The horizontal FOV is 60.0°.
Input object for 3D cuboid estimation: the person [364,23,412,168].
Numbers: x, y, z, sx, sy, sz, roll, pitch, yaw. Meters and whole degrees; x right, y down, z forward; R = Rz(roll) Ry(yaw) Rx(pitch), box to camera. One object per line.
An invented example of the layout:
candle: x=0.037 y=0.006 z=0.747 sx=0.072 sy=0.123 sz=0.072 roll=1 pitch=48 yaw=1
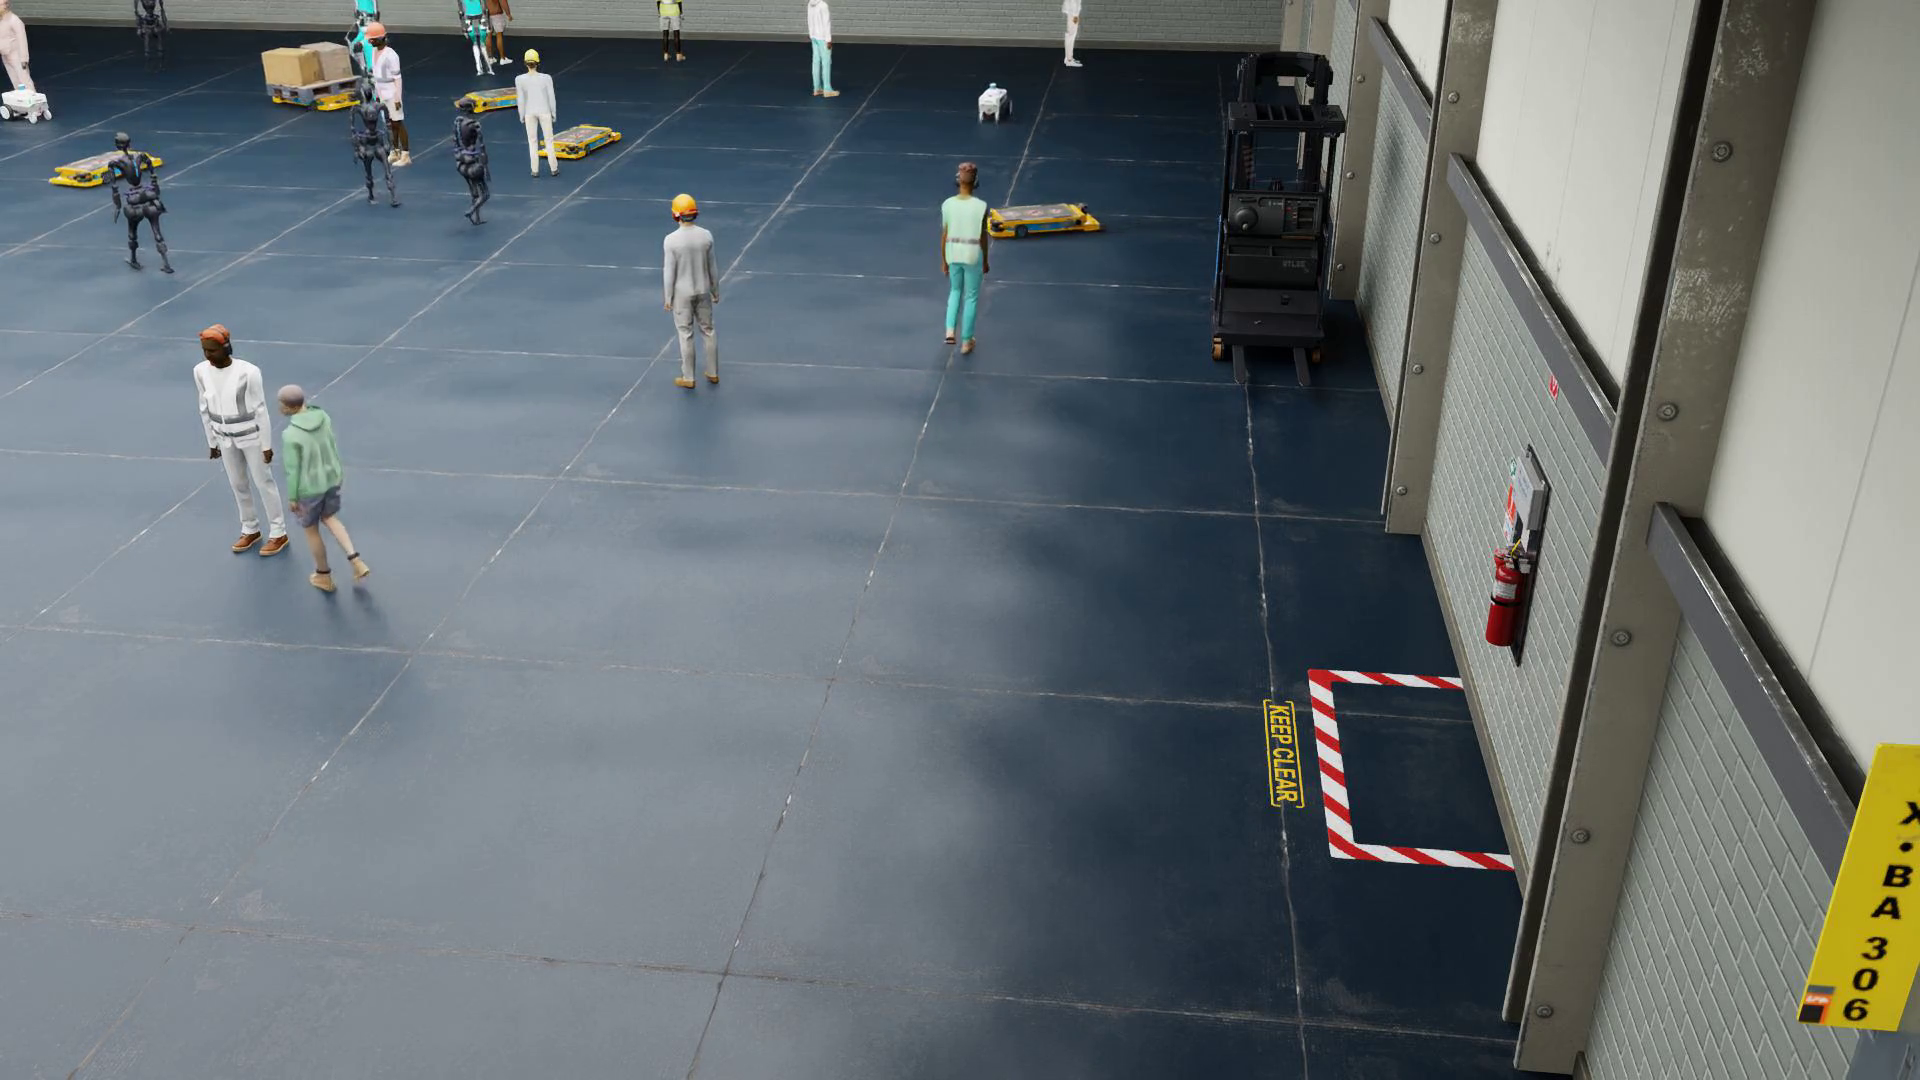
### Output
person: x=-8.253 y=-6.405 z=23.955 sx=0.604 sy=2.037 sz=0.390 roll=23 pitch=35 yaw=38

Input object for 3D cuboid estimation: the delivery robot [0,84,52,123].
delivery robot: x=-15.146 y=-7.059 z=26.932 sx=0.803 sy=0.614 sz=0.499 roll=13 pitch=29 yaw=24

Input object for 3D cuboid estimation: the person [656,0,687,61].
person: x=-5.439 y=-9.886 z=31.282 sx=0.542 sy=1.692 sz=0.318 roll=9 pitch=28 yaw=17

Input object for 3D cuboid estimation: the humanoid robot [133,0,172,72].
humanoid robot: x=-14.730 y=-9.364 z=30.264 sx=0.382 sy=1.649 sz=0.612 roll=21 pitch=33 yaw=35

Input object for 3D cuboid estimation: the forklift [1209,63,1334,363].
forklift: x=3.241 y=-3.477 z=17.183 sx=1.129 sy=2.768 sz=1.873 roll=3 pitch=27 yaw=6

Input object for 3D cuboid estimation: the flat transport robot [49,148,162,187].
flat transport robot: x=-12.191 y=-5.308 z=23.735 sx=0.659 sy=0.231 sz=1.431 roll=9 pitch=28 yaw=17

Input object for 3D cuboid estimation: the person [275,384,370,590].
person: x=-4.777 y=-0.382 z=12.282 sx=0.453 sy=1.705 sz=0.503 roll=14 pitch=30 yaw=25

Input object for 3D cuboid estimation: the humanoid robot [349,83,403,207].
humanoid robot: x=-7.752 y=-5.213 z=22.006 sx=0.586 sy=1.626 sz=0.746 roll=-19 pitch=32 yaw=-33

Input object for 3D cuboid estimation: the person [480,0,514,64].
person: x=-8.710 y=-9.801 z=30.932 sx=0.773 sy=1.856 sz=0.397 roll=7 pitch=27 yaw=13

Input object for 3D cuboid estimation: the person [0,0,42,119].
person: x=-15.296 y=-7.791 z=26.864 sx=0.650 sy=1.906 sz=0.413 roll=16 pitch=31 yaw=29

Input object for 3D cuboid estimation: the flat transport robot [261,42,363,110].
flat transport robot: x=-10.846 y=-7.435 z=27.981 sx=1.431 sy=0.231 sz=0.659 roll=16 pitch=31 yaw=28

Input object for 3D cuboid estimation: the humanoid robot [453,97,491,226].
humanoid robot: x=-6.274 y=-4.798 z=21.156 sx=0.614 sy=1.645 sz=0.476 roll=18 pitch=32 yaw=32

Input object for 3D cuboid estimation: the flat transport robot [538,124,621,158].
flat transport robot: x=-5.765 y=-6.034 z=25.184 sx=0.659 sy=0.231 sz=1.431 roll=8 pitch=28 yaw=16

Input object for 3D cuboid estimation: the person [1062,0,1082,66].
person: x=2.086 y=-9.764 z=30.838 sx=0.399 sy=1.877 sz=0.497 roll=-1 pitch=27 yaw=-2

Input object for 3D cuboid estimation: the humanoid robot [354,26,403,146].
humanoid robot: x=-8.675 y=-6.805 z=25.120 sx=0.538 sy=1.796 sz=0.735 roll=-21 pitch=33 yaw=-35

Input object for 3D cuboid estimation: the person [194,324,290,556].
person: x=-5.582 y=-0.771 z=12.894 sx=0.566 sy=1.876 sz=0.354 roll=5 pitch=27 yaw=10

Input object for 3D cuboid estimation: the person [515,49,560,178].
person: x=-5.962 y=-6.014 z=23.472 sx=0.532 sy=1.767 sz=0.312 roll=-7 pitch=27 yaw=-13

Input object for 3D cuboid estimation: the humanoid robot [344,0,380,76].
humanoid robot: x=-10.617 y=-9.037 z=29.559 sx=0.542 sy=1.790 sz=0.854 roll=11 pitch=29 yaw=21

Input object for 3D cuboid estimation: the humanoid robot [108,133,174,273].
humanoid robot: x=-9.668 y=-3.977 z=19.533 sx=0.732 sy=1.629 sz=0.600 roll=19 pitch=32 yaw=33

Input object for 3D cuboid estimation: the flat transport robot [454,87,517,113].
flat transport robot: x=-7.668 y=-7.386 z=27.884 sx=1.431 sy=0.231 sz=0.659 roll=-19 pitch=32 yaw=-33

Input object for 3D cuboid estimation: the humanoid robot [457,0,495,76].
humanoid robot: x=-8.729 y=-9.226 z=29.925 sx=0.602 sy=1.787 sz=0.813 roll=-11 pitch=29 yaw=-20

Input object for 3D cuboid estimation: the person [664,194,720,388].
person: x=-2.605 y=-2.421 z=16.169 sx=0.565 sy=1.889 sz=0.384 roll=-16 pitch=31 yaw=-28

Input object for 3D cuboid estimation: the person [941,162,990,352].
person: x=0.059 y=-2.876 z=16.989 sx=0.474 sy=1.963 sz=0.464 roll=10 pitch=28 yaw=19

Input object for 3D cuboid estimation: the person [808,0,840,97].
person: x=-2.366 y=-8.550 z=28.379 sx=0.398 sy=1.912 sz=0.520 roll=-23 pitch=35 yaw=-38

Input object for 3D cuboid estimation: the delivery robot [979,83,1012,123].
delivery robot: x=0.541 y=-7.107 z=27.004 sx=0.499 sy=0.592 sz=0.791 roll=6 pitch=27 yaw=12

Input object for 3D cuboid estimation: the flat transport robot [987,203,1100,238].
flat transport robot: x=1.013 y=-4.094 z=21.311 sx=1.431 sy=0.231 sz=0.659 roll=-6 pitch=27 yaw=-13
